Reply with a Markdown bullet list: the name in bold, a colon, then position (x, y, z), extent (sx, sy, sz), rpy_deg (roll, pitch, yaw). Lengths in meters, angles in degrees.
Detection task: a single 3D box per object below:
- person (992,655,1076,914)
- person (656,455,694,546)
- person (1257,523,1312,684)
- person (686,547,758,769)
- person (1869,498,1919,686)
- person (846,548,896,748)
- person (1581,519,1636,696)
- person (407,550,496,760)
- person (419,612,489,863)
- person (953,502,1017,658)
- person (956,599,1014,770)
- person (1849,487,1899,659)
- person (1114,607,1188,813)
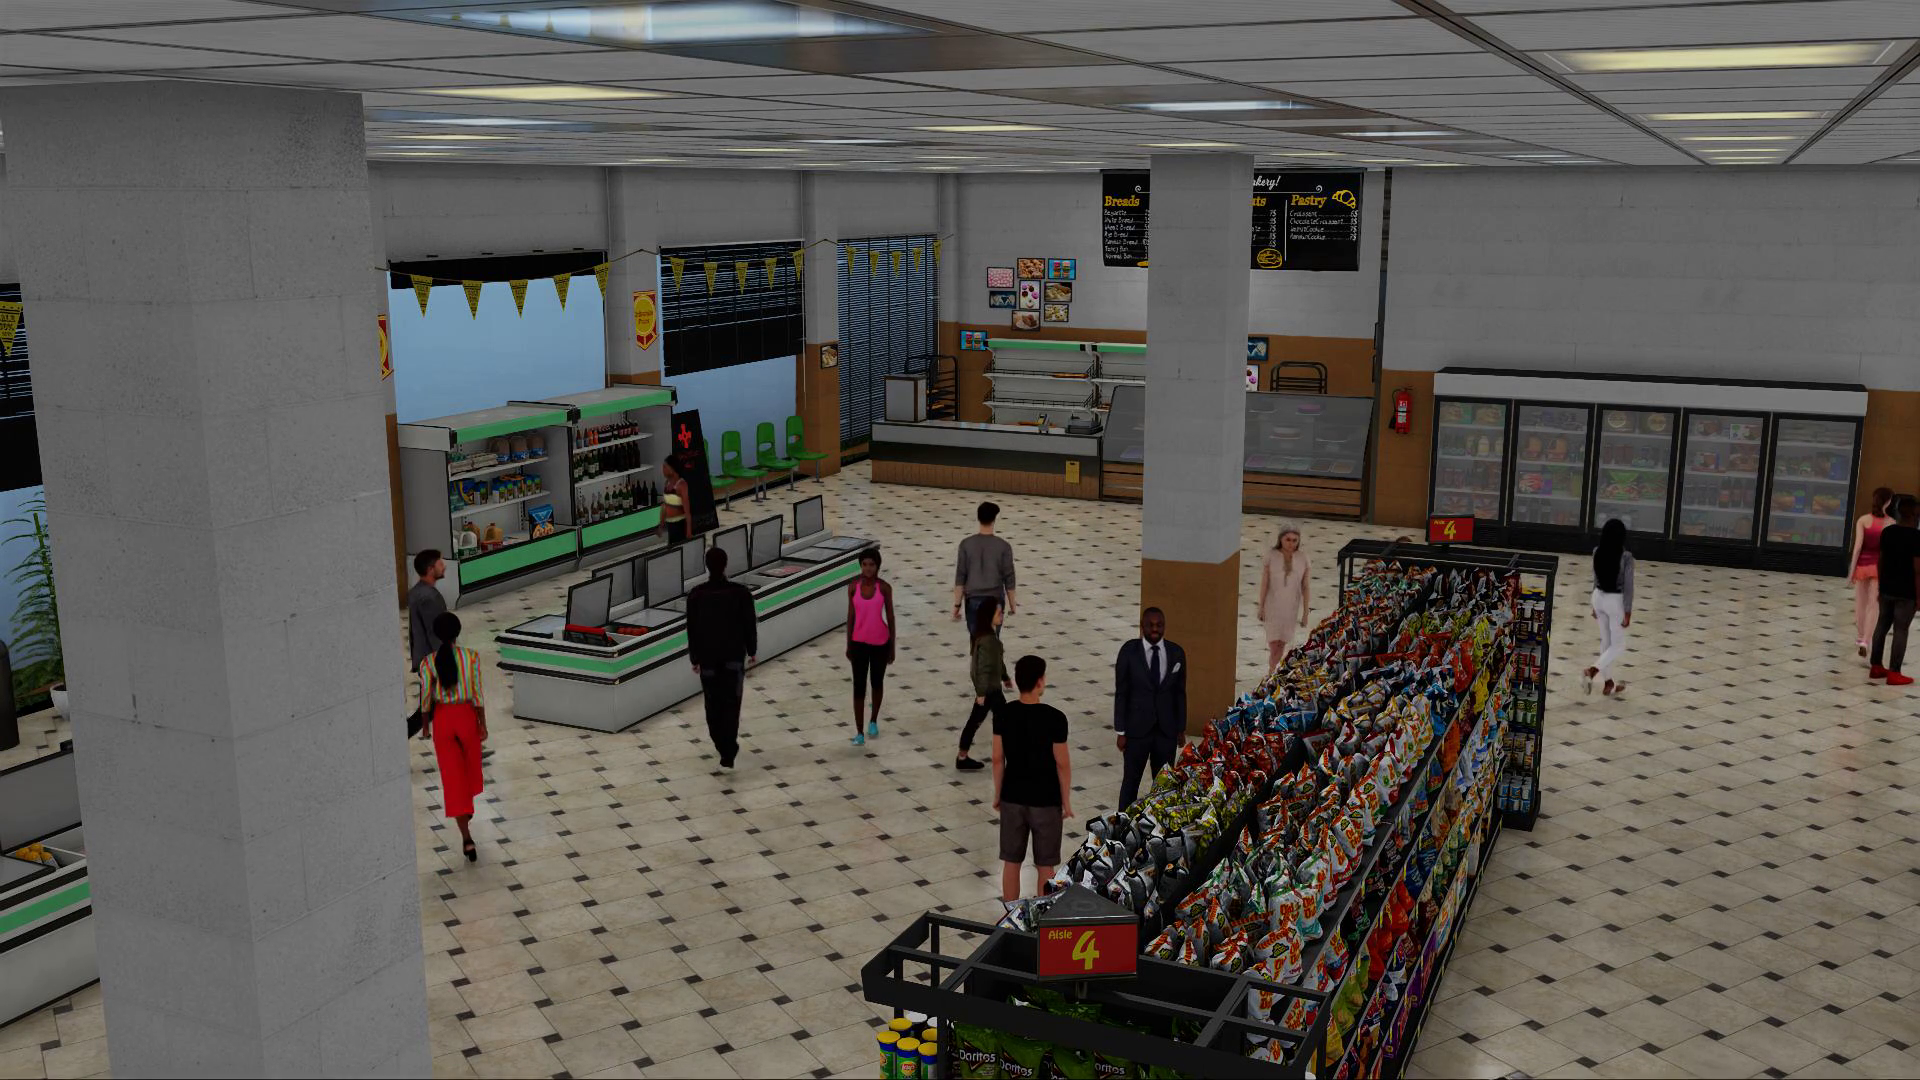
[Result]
- **person**: position (0.436, 1.631, 10.483), extent (0.705, 1.861, 0.625), rpy_deg (4, 12, 18)
- **person**: position (-3.148, -0.112, 19.069), extent (0.873, 1.734, 0.764), rpy_deg (-8, 14, -32)
- **person**: position (2.971, 0.674, 15.422), extent (0.884, 1.699, 1.109), rpy_deg (0, 12, 2)
- **person**: position (-1.949, 1.000, 13.629), extent (1.090, 1.799, 1.302), rpy_deg (-1, 12, -4)
- **person**: position (9.048, 0.487, 16.058), extent (0.778, 1.804, 0.717), rpy_deg (-4, 13, -19)
- **person**: position (-0.763, 0.895, 14.381), extent (0.831, 1.696, 1.043), rpy_deg (0, 12, 1)
- **person**: position (6.007, 0.658, 15.477), extent (1.061, 1.707, 0.915), rpy_deg (-7, 14, -31)
- **person**: position (-4.347, 1.019, 13.445), extent (1.286, 1.839, 1.159), rpy_deg (-6, 13, -25)
- **person**: position (-3.547, 1.420, 11.749), extent (1.038, 1.752, 1.080), rpy_deg (-5, 13, -21)
- **person**: position (0.216, 0.643, 15.200), extent (0.897, 1.850, 1.273), rpy_deg (2, 12, 11)
- **person**: position (0.154, 1.207, 13.519), extent (0.893, 1.439, 0.968), rpy_deg (0, 12, 0)
- **person**: position (9.269, 0.354, 16.908), extent (0.702, 1.712, 1.199), rpy_deg (9, 15, 36)
- **person**: position (1.352, 1.357, 11.874), extent (0.790, 1.824, 0.800), rpy_deg (-1, 12, -7)
